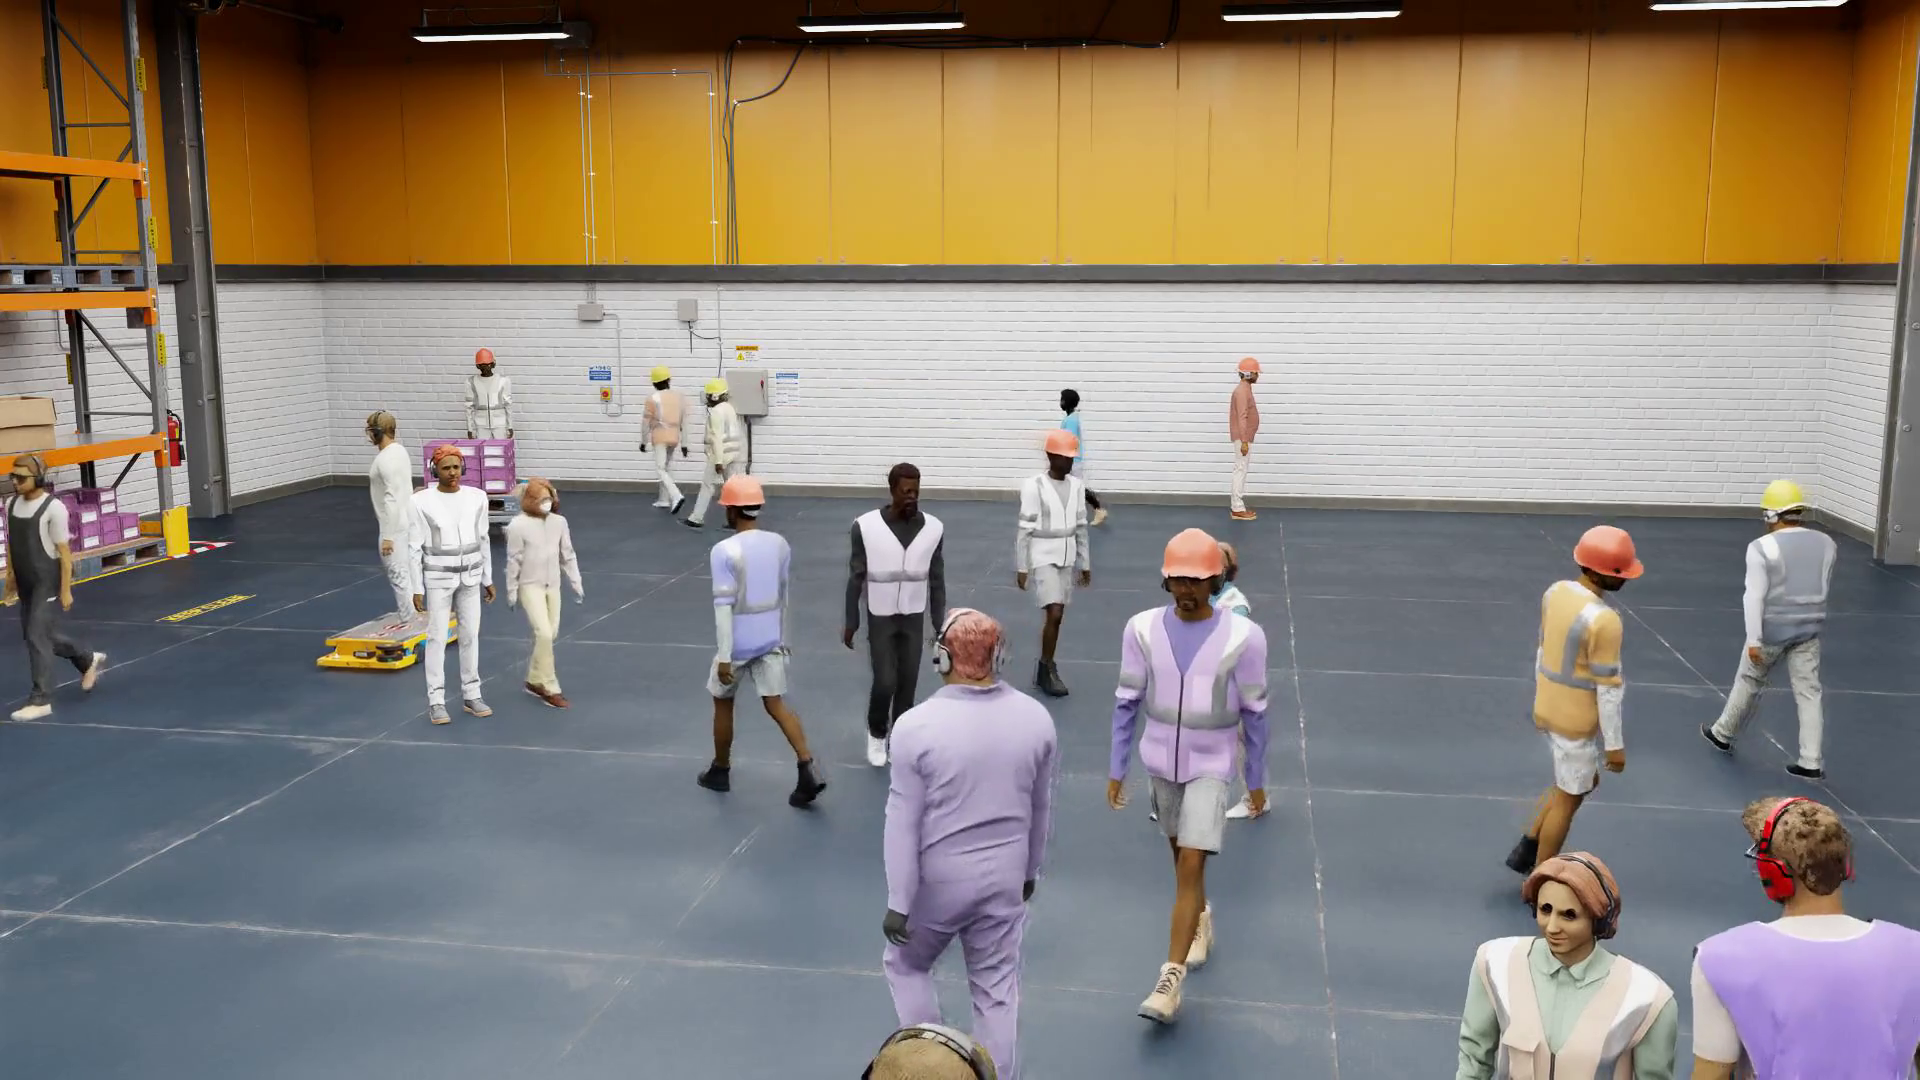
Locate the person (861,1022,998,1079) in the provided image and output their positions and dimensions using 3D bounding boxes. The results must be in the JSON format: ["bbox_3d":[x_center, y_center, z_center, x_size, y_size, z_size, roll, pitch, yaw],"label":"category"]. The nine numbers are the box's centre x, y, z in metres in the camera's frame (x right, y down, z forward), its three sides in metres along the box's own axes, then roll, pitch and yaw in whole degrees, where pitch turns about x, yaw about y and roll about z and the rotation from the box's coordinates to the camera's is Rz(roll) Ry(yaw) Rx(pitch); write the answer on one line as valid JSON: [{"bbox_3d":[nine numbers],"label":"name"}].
[{"bbox_3d":[-0.042,1.657,2.637,0.654,1.922,0.448,5,10,28],"label":"person"}]

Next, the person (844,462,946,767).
[{"bbox_3d":[-0.383,0.473,10.046,0.632,1.903,0.456,-4,10,-24],"label":"person"}]

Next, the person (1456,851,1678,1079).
[{"bbox_3d":[1.487,1.560,4.133,0.521,1.638,0.311,6,11,34],"label":"person"}]

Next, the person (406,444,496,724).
[{"bbox_3d":[-3.430,0.292,11.252,0.585,1.877,0.343,-8,12,-40],"label":"person"}]

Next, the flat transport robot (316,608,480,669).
[{"bbox_3d":[-4.450,0.772,13.256,0.652,0.197,1.431,2,9,9],"label":"flat transport robot"}]

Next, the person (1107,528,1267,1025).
[{"bbox_3d":[0.929,0.937,6.921,0.631,1.986,1.038,4,10,26],"label":"person"}]

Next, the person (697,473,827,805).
[{"bbox_3d":[-1.146,0.571,9.496,0.944,1.905,0.557,9,13,43],"label":"person"}]

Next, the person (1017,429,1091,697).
[{"bbox_3d":[0.721,0.166,11.915,0.583,1.914,0.657,-7,11,-37],"label":"person"}]

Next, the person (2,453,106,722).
[{"bbox_3d":[-6.288,0.288,11.478,0.524,1.821,0.765,4,10,24],"label":"person"}]

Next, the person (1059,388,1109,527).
[{"bbox_3d":[1.377,-0.972,19.771,0.817,1.668,0.537,0,9,0],"label":"person"}]

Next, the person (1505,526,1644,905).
[{"bbox_3d":[2.904,0.844,7.827,0.407,1.886,0.647,0,9,-1],"label":"person"}]

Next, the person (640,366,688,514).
[{"bbox_3d":[-3.719,-1.280,21.060,0.893,1.864,0.575,8,12,40],"label":"person"}]

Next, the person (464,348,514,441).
[{"bbox_3d":[-6.263,-1.535,22.146,0.611,2.032,0.420,-2,9,-11],"label":"person"}]

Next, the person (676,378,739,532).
[{"bbox_3d":[-2.904,-0.981,19.401,0.872,1.793,0.626,2,9,13],"label":"person"}]

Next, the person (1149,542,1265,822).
[{"bbox_3d":[1.378,0.788,9.039,0.801,1.588,0.532,-5,10,-29],"label":"person"}]

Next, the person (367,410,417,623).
[{"bbox_3d":[-4.553,-0.074,13.353,0.375,1.936,0.628,-2,9,-13],"label":"person"}]

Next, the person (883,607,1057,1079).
[{"bbox_3d":[-0.008,1.163,5.821,0.670,1.885,0.582,-5,10,-28],"label":"person"}]

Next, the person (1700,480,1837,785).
[{"bbox_3d":[4.965,0.524,10.112,0.613,1.782,0.930,-1,9,-7],"label":"person"}]

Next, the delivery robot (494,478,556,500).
[{"bbox_3d":[-5.222,-0.501,19.985,0.707,0.478,0.477,-4,10,-25],"label":"delivery robot"}]

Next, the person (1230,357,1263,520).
[{"bbox_3d":[3.514,-1.251,20.474,0.394,1.991,0.625,2,9,9],"label":"person"}]

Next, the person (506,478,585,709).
[{"bbox_3d":[-2.923,0.361,11.668,0.572,1.609,0.514,7,11,36],"label":"person"}]

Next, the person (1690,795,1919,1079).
[{"bbox_3d":[2.032,1.497,3.995,0.671,1.819,0.720,1,9,5],"label":"person"}]
